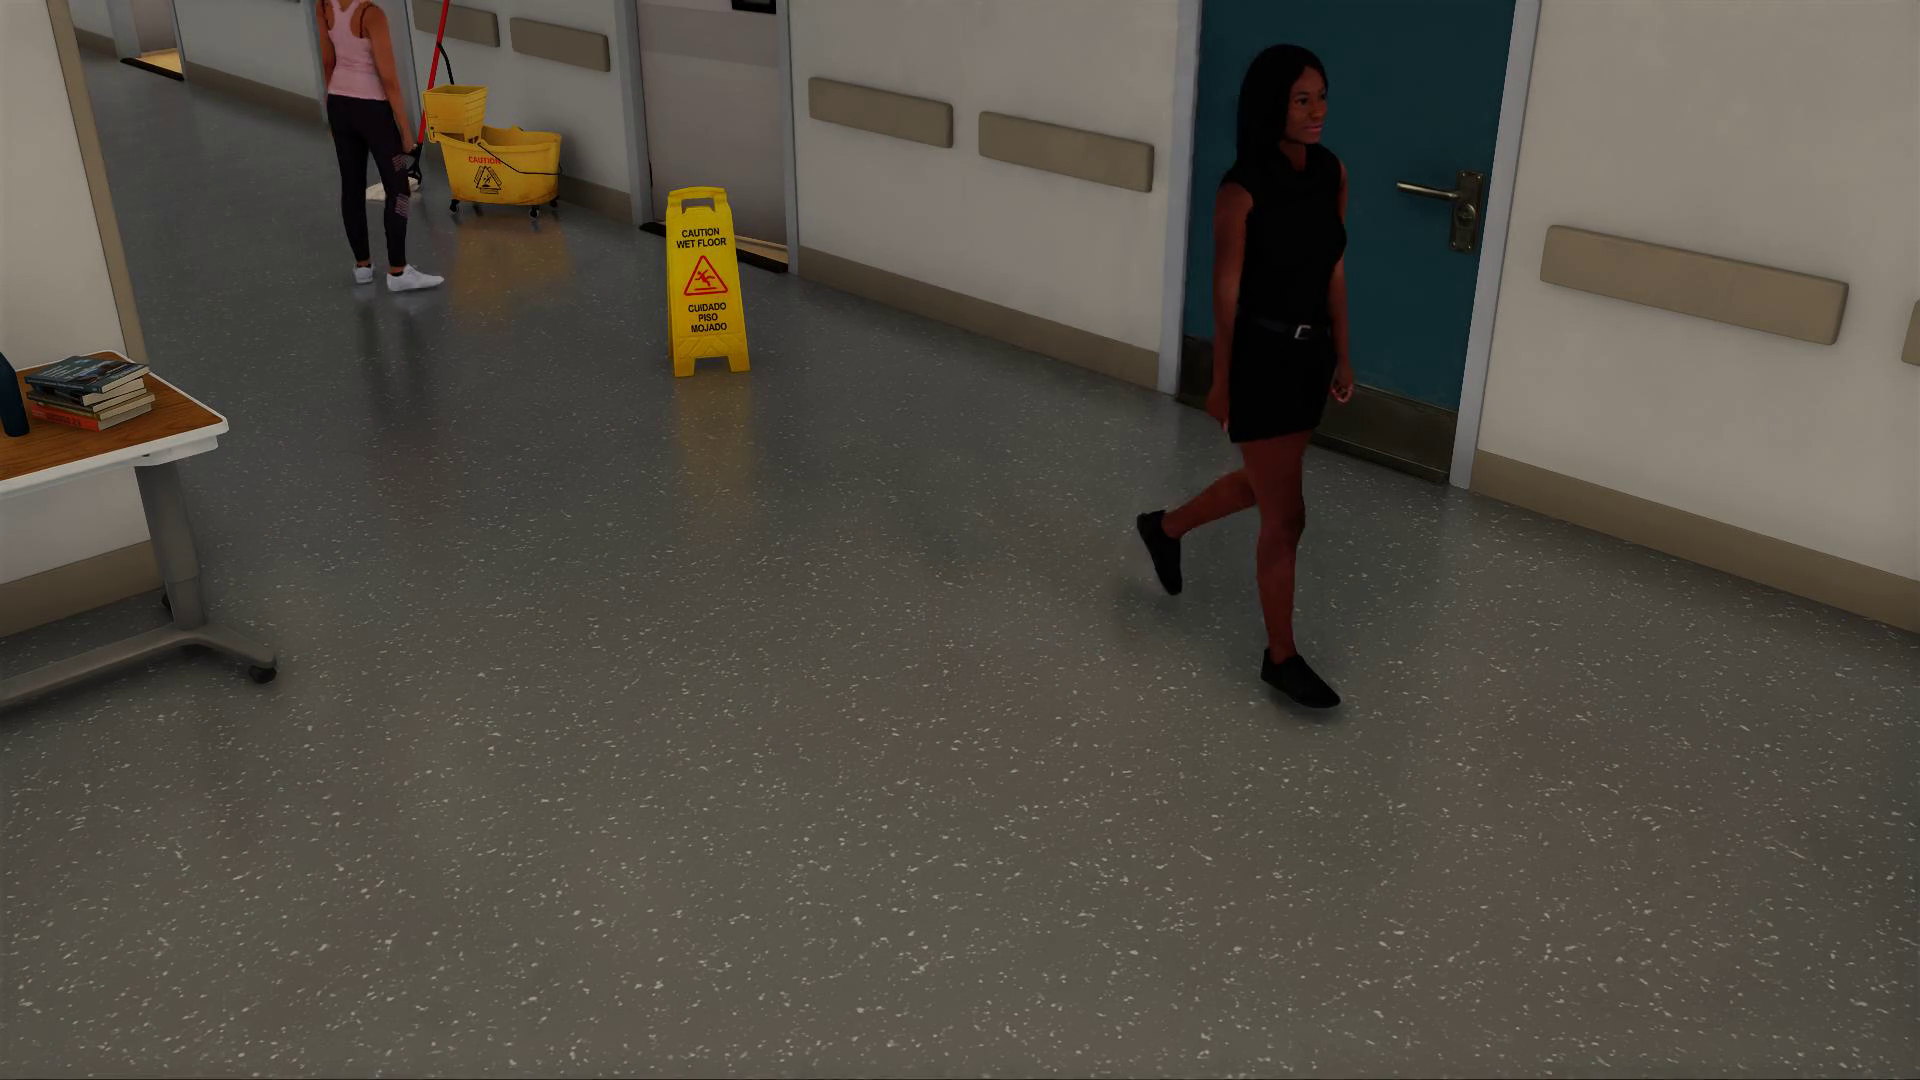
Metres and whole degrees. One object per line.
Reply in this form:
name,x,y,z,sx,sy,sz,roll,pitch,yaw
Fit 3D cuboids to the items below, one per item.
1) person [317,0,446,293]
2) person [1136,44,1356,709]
person,-2.838,-2.004,7.825,0.621,1.640,0.859,6,26,12
person,0.788,-0.445,4.508,0.597,1.713,1.066,-22,33,-37
